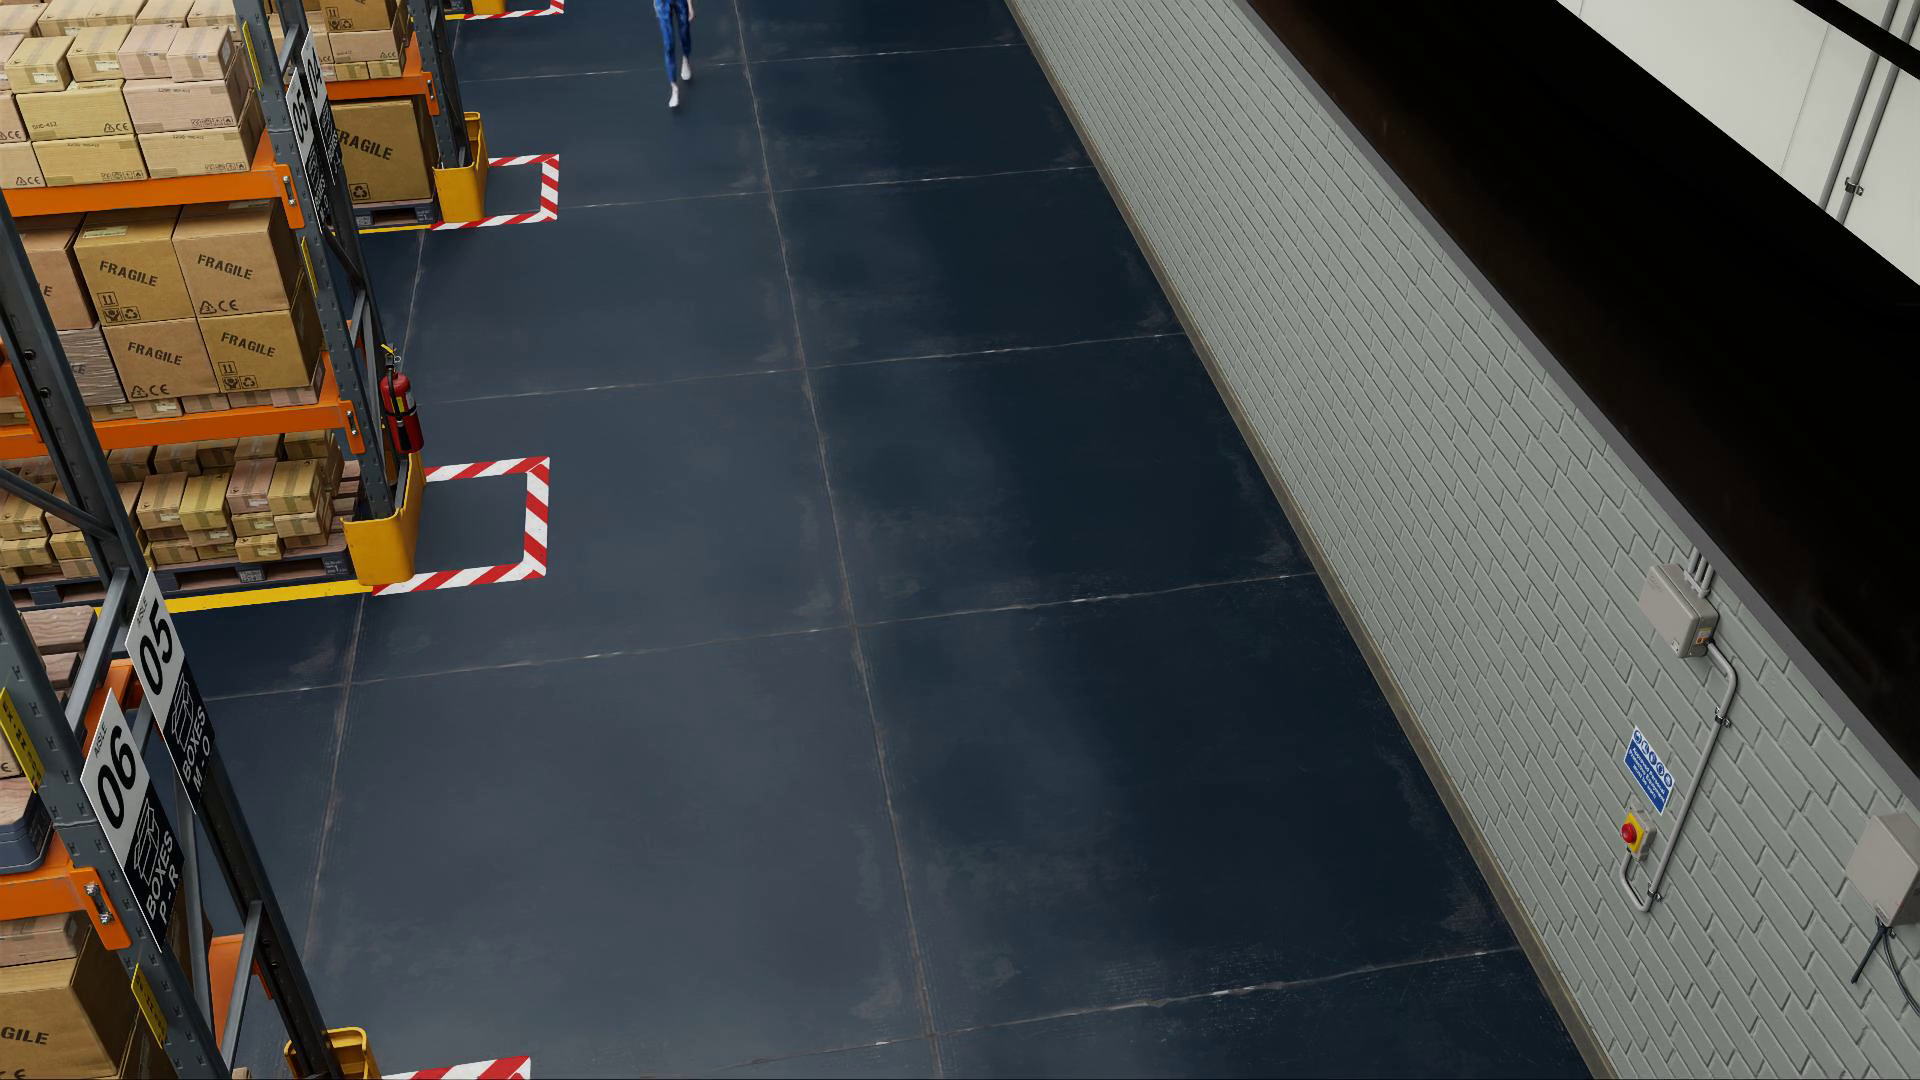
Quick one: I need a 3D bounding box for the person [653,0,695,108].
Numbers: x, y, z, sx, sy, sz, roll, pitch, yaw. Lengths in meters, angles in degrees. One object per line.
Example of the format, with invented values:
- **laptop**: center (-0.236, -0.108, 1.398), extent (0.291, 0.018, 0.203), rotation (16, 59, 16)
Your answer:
- **person**: center (-2.752, -5.171, 16.067), extent (1.145, 1.746, 0.726), rotation (-2, 38, -3)
